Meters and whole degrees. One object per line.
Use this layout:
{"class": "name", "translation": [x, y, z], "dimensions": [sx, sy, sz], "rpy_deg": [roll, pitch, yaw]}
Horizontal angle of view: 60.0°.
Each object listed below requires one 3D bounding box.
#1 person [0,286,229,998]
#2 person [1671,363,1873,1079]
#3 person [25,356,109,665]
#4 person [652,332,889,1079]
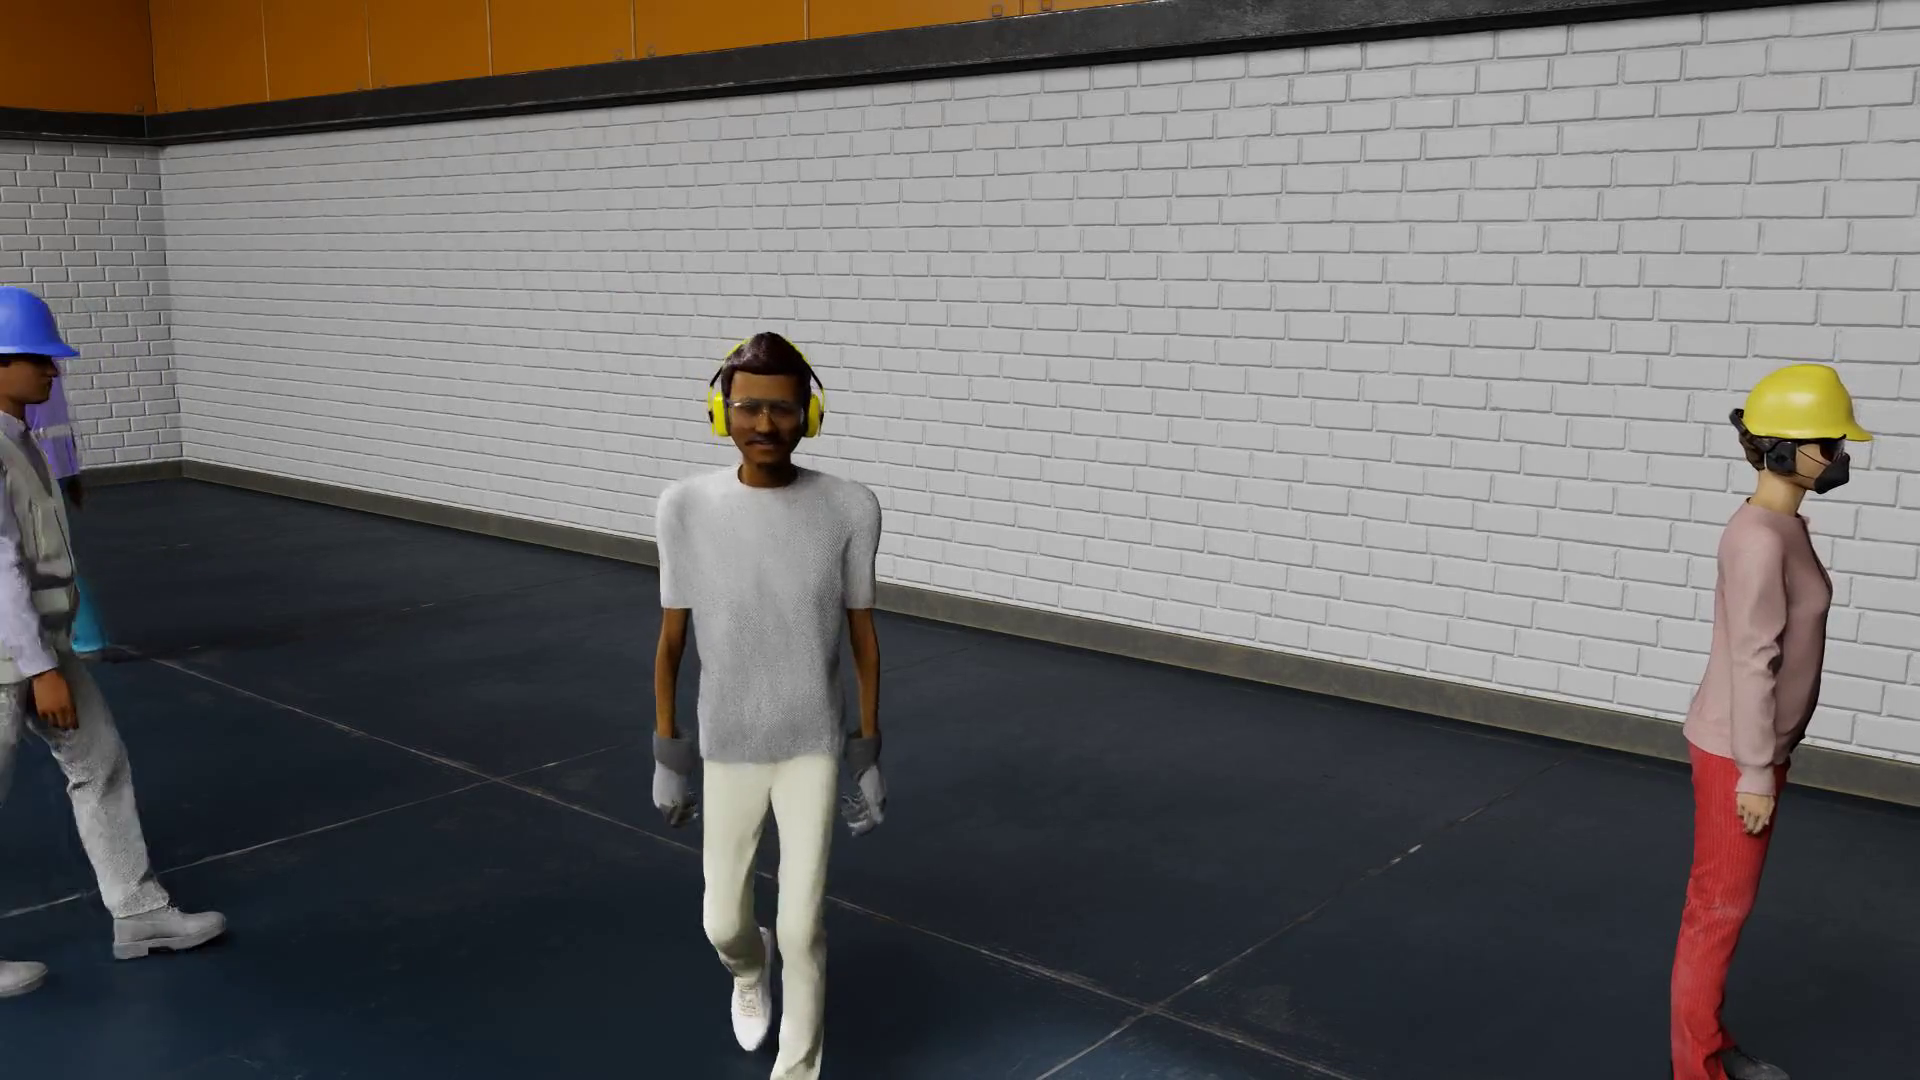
{"class": "person", "translation": [-2.439, 0.290, 4.475], "dimensions": [0.867, 1.911, 0.605], "rpy_deg": [-2, 10, -13]}
{"class": "person", "translation": [1.846, 0.480, 3.828], "dimensions": [0.328, 1.769, 0.526], "rpy_deg": [6, 11, 29]}
{"class": "person", "translation": [-4.589, -0.270, 7.977], "dimensions": [0.924, 1.799, 0.594], "rpy_deg": [0, 10, -1]}
{"class": "person", "translation": [-0.424, 0.452, 3.753], "dimensions": [0.522, 1.856, 0.703], "rpy_deg": [-1, 10, -3]}
